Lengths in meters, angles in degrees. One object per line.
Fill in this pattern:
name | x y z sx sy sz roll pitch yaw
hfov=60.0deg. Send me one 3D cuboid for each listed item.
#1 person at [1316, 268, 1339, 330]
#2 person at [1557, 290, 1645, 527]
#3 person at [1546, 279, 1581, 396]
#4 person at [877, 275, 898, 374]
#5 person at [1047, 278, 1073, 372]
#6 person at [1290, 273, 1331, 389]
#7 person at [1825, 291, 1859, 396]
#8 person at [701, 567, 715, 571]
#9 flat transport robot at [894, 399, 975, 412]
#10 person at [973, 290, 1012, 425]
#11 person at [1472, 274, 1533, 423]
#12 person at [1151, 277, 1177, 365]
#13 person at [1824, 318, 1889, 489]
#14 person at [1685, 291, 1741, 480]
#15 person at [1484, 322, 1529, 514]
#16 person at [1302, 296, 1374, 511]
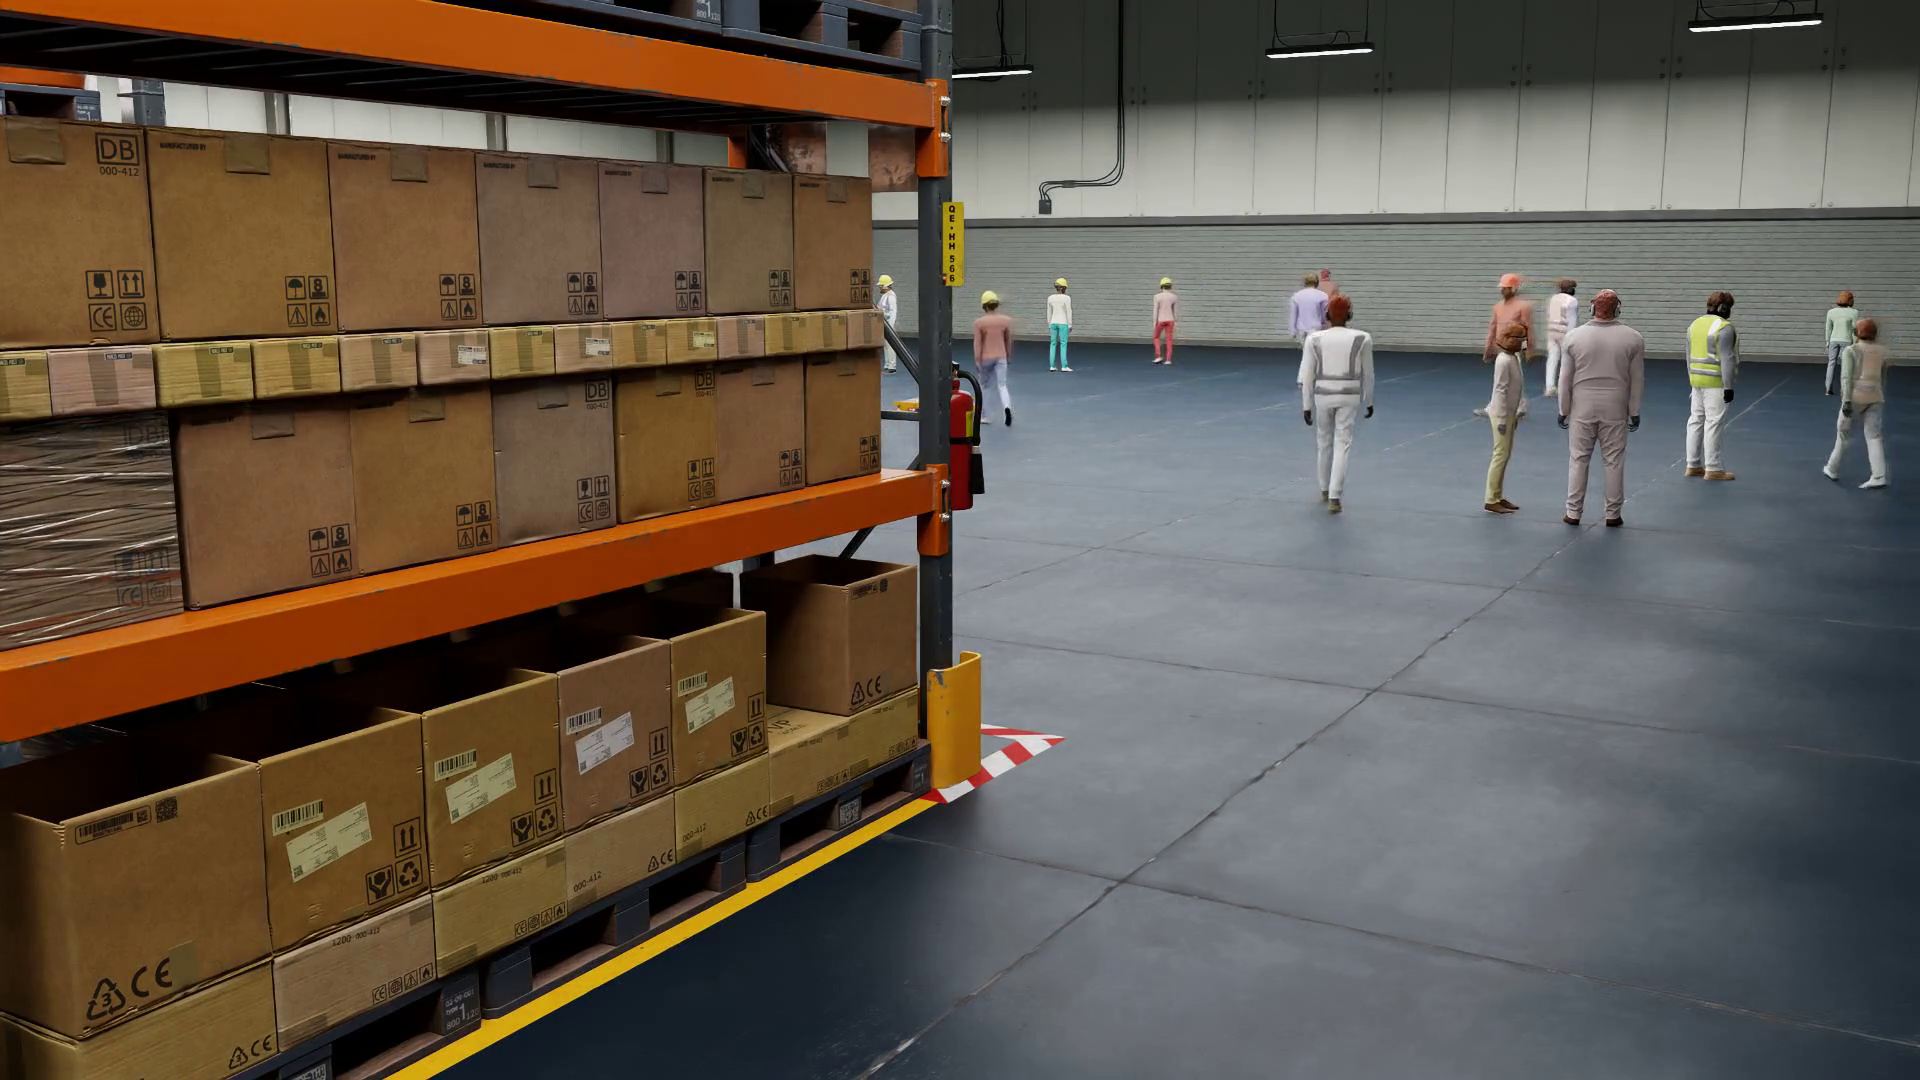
person | 8.010 -5.005 36.539 0.652 1.905 0.406 5 11 26
person | 5.160 -1.057 13.423 0.651 1.907 0.409 3 10 18
person | 9.504 -3.147 25.908 0.784 1.815 0.661 -3 10 -18
person | -1.345 -3.974 30.728 0.404 1.828 0.592 -2 10 -14
person | 1.892 -4.052 31.390 0.524 1.760 0.326 7 12 35
person | 5.846 -3.460 27.536 0.632 1.883 1.019 8 13 41
person | 13.794 -3.071 26.012 0.280 1.633 0.500 -8 12 -38
person | -1.523 -0.295 8.668 0.640 1.998 1.015 6 12 33
flat transport robot | -0.324 -1.821 22.677 0.652 0.197 1.431 6 11 30
person | 0.437 -2.332 21.366 0.531 1.740 0.736 -2 10 -14
person | 7.163 -2.515 21.861 1.040 1.933 0.651 -4 10 -22
person | 4.079 -4.381 33.356 0.546 1.742 0.683 -3 10 -16
person | 8.521 -1.292 15.708 0.526 1.587 0.849 -2 10 -11
person | 7.368 -1.508 16.269 0.429 1.839 0.621 -2 10 -11
person | 4.648 -1.040 14.151 0.283 1.626 0.511 5 11 29
person | 3.272 -1.186 14.418 0.583 1.835 0.979 4 10 20
